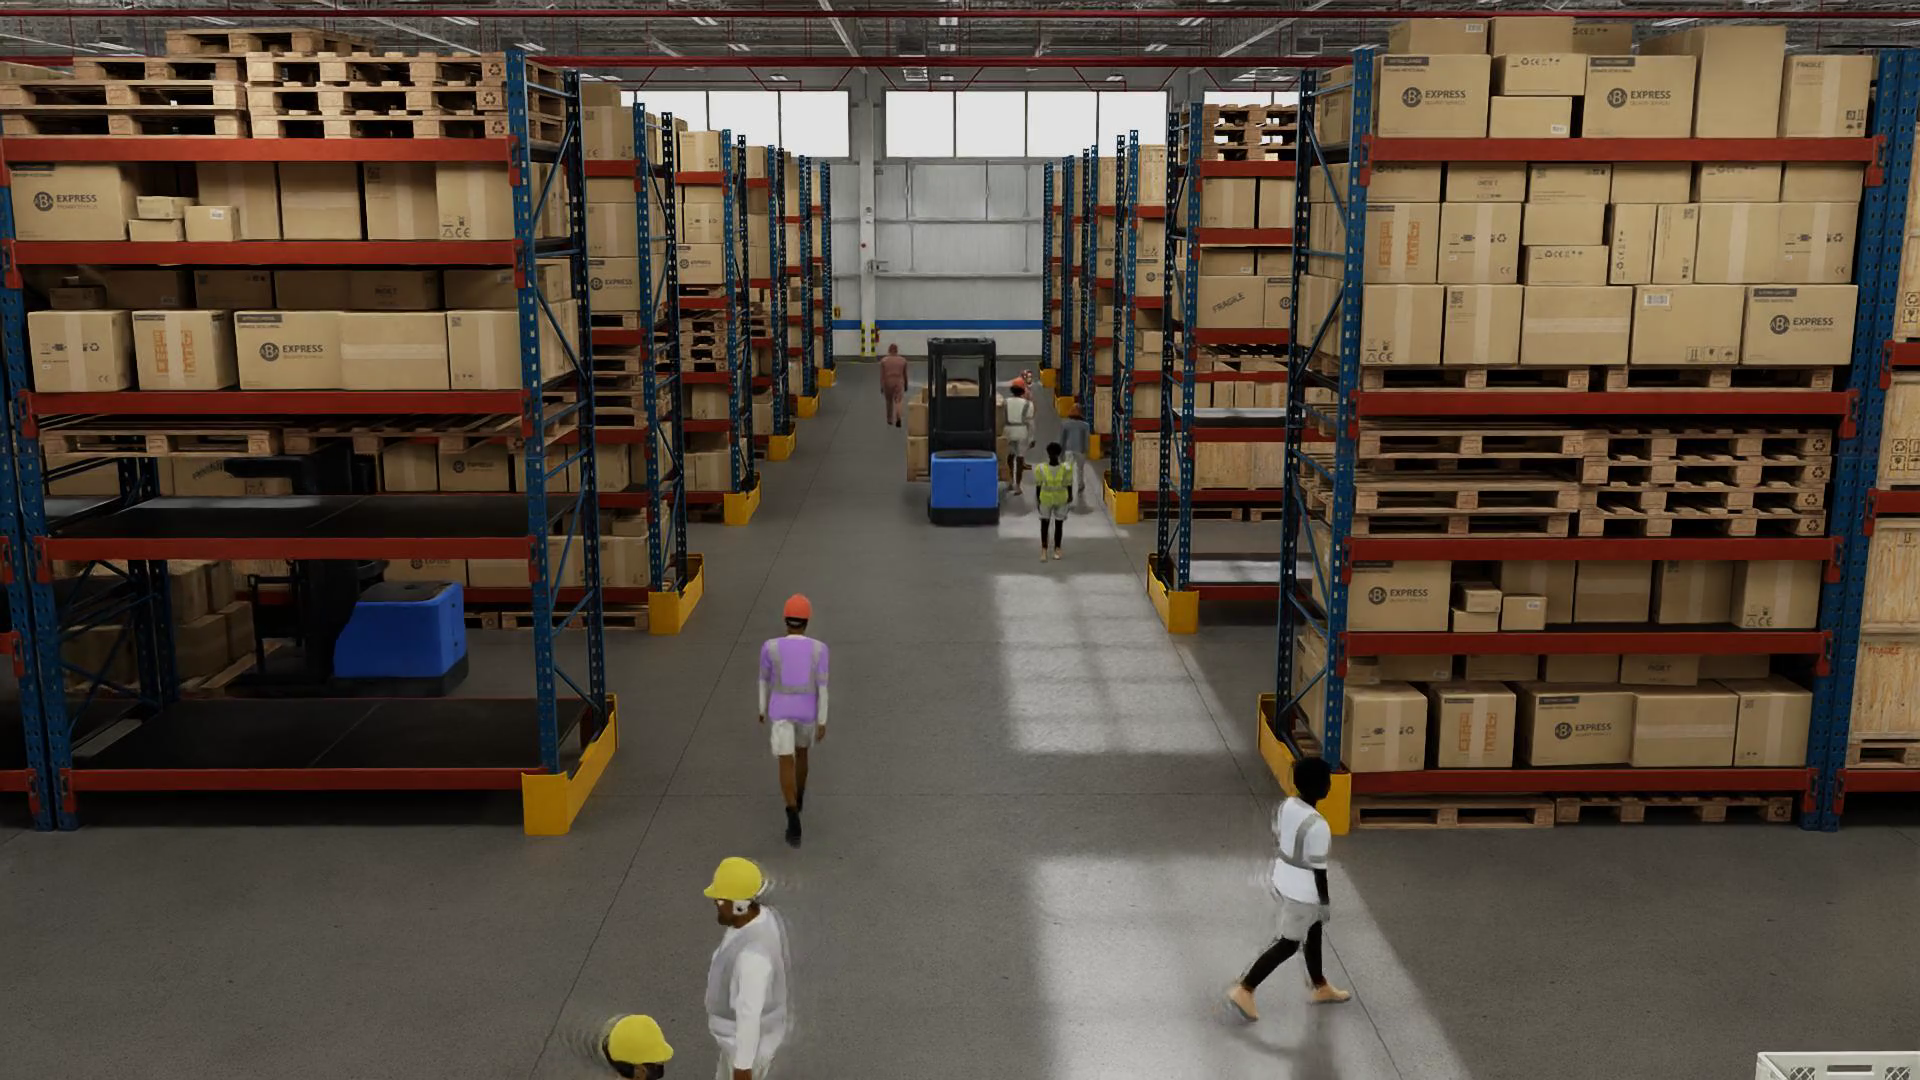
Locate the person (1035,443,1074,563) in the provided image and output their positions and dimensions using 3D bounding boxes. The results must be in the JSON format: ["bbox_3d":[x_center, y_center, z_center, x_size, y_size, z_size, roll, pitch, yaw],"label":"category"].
[{"bbox_3d":[1.324,-0.515,23.245,0.545,1.673,0.674,0,11,0],"label":"person"}]

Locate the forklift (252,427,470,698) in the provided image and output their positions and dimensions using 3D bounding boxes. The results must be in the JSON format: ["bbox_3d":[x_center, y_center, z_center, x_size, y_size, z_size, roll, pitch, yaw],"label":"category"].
[{"bbox_3d":[-6.089,0.184,16.786,1.873,2.768,1.129,0,11,-1],"label":"forklift"}]

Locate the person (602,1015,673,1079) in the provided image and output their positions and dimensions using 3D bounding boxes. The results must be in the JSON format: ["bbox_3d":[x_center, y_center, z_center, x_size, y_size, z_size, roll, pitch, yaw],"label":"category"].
[{"bbox_3d":[-1.336,2.760,6.905,0.904,1.714,0.540,1,11,4],"label":"person"}]

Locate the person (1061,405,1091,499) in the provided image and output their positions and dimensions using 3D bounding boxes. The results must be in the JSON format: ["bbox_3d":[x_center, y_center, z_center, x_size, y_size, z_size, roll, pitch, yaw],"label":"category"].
[{"bbox_3d":[1.977,-1.508,28.397,0.504,1.586,0.866,2,12,8],"label":"person"}]

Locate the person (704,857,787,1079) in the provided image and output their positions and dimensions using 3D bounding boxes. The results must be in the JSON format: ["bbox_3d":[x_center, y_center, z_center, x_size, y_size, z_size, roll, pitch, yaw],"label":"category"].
[{"bbox_3d":[-1.040,2.437,8.277,0.448,1.817,0.594,-2,12,-9],"label":"person"}]

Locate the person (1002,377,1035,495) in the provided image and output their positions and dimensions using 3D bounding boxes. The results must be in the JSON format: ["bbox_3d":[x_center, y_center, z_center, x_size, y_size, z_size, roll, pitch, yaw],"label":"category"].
[{"bbox_3d":[1.003,-1.810,28.819,0.636,2.014,0.780,2,12,12],"label":"person"}]

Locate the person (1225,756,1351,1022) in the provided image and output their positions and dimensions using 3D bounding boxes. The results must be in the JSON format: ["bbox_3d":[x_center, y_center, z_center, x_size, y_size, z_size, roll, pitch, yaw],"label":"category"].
[{"bbox_3d":[2.024,2.129,10.183,0.840,1.663,0.537,-2,12,-10],"label":"person"}]

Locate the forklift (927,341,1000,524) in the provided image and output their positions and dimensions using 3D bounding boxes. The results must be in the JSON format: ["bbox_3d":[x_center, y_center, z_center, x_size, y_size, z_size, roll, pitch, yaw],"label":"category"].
[{"bbox_3d":[0.044,-1.756,26.402,1.129,2.768,1.873,0,11,-2],"label":"forklift"}]

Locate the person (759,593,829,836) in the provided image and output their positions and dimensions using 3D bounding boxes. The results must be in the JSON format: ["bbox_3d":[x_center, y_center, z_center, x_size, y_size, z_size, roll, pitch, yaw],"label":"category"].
[{"bbox_3d":[-1.316,1.384,13.316,0.553,1.901,0.975,-3,12,-12],"label":"person"}]

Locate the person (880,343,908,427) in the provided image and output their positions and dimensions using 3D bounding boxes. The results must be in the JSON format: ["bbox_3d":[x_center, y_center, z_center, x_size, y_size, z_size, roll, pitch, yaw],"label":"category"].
[{"bbox_3d":[-1.484,-3.504,37.582,0.652,1.877,0.878,-2,12,-8],"label":"person"}]

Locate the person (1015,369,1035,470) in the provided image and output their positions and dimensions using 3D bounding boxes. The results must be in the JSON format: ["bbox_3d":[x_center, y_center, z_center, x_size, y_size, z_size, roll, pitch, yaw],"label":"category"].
[{"bbox_3d":[1.224,-2.280,31.461,0.398,1.900,0.650,0,11,-1],"label":"person"}]
